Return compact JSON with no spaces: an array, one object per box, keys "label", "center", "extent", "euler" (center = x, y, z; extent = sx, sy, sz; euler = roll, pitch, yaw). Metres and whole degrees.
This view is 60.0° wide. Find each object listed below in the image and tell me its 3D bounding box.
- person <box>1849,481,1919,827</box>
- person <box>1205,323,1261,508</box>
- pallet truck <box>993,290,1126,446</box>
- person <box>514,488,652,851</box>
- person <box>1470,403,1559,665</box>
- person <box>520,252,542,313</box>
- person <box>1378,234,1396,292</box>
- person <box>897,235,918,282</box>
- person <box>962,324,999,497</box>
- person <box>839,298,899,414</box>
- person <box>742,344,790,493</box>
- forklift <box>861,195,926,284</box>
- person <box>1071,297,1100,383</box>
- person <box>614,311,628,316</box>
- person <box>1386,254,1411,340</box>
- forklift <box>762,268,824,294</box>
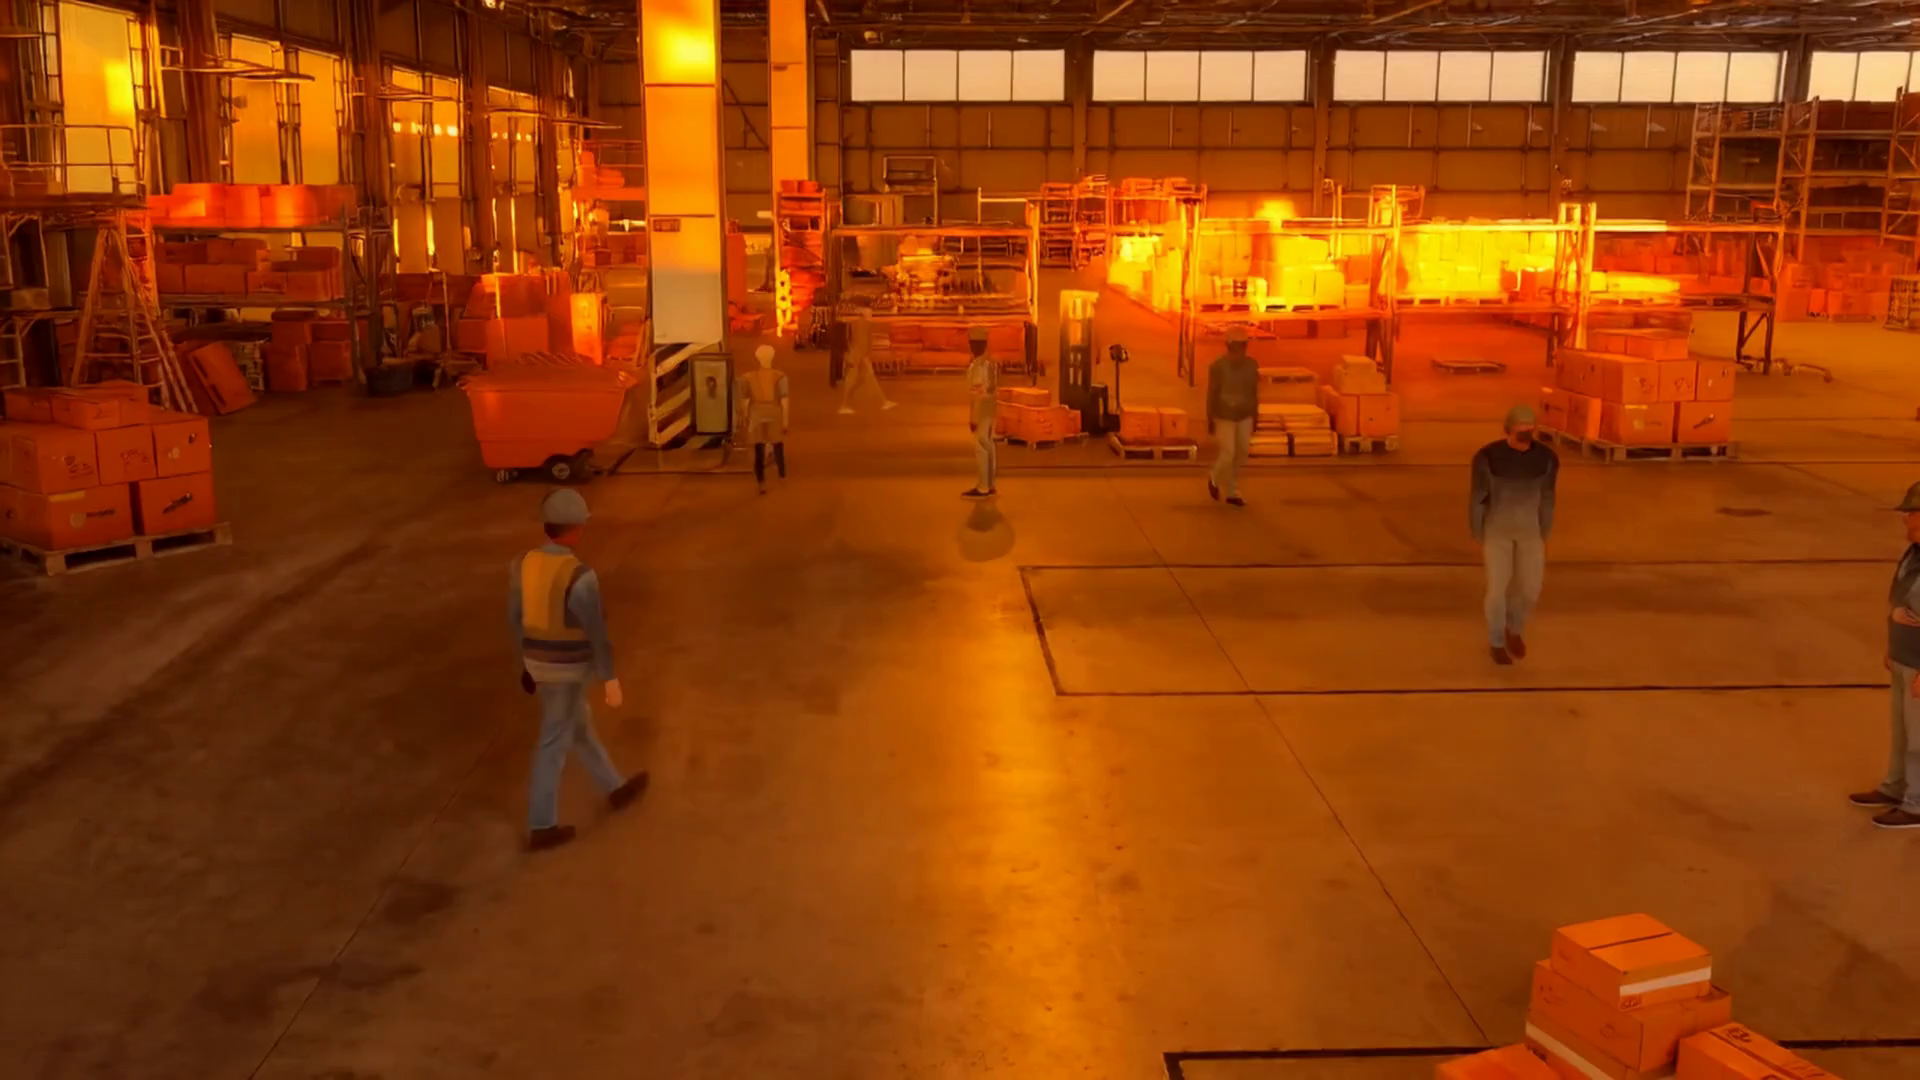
[{"label":"person","center":[5.223,0.617,9.104],"extent":[0.365,1.927,0.588],"euler":[2,13,10]},{"label":"person","center":[2.931,-1.318,17.727],"extent":[0.618,1.982,0.432],"euler":[-8,15,-32]},{"label":"pallet truck","center":[1.257,-2.299,22.111],"extent":[1.885,1.965,0.823],"euler":[-9,15,-35]},{"label":"person","center":[-2.007,0.662,8.938],"extent":[0.645,1.905,0.936],"euler":[12,17,44]},{"label":"person","center":[3.993,-0.028,12.033],"extent":[0.634,1.924,0.439],"euler":[1,13,3]},{"label":"person","center":[-10.500,-6.228,40.720],"extent":[0.541,1.614,0.389],"euler":[12,17,42]},{"label":"person","center":[12.079,-7.739,46.928],"extent":[0.605,1.879,0.905],"euler":[1,13,3]},{"label":"person","center":[-1.621,-8.605,50.748],"extent":[0.636,1.921,0.432],"euler":[6,14,25]},{"label":"person","center":[0.218,-1.420,18.332],"extent":[0.389,1.922,0.589],"euler":[4,13,19]},{"label":"person","center":[-1.378,-2.721,24.645],"extent":[0.920,1.712,0.550],"euler":[-2,13,-7]},{"label":"person","center":[-2.162,-1.365,18.663],"extent":[0.546,1.671,0.719],"euler":[1,13,5]},{"label":"forklift","center":[-2.120,-9.692,53.479],"extent":[1.873,2.768,1.129],"euler":[-7,14,-28]},{"label":"person","center":[1.850,-2.734,24.665],"extent":[0.496,1.735,0.400],"euler":[11,16,40]},{"label":"person","center":[-8.547,-6.543,41.585],"extent":[0.587,1.867,0.523],"euler":[3,13,11]},{"label":"person","center":[9.345,-5.179,35.510],"extent":[0.525,1.824,0.553],"euler":[4,13,17]},{"label":"forklift","center":[-4.844,-8.616,48.621],"extent":[1.873,2.768,1.129],"euler":[0,12,-2]}]
